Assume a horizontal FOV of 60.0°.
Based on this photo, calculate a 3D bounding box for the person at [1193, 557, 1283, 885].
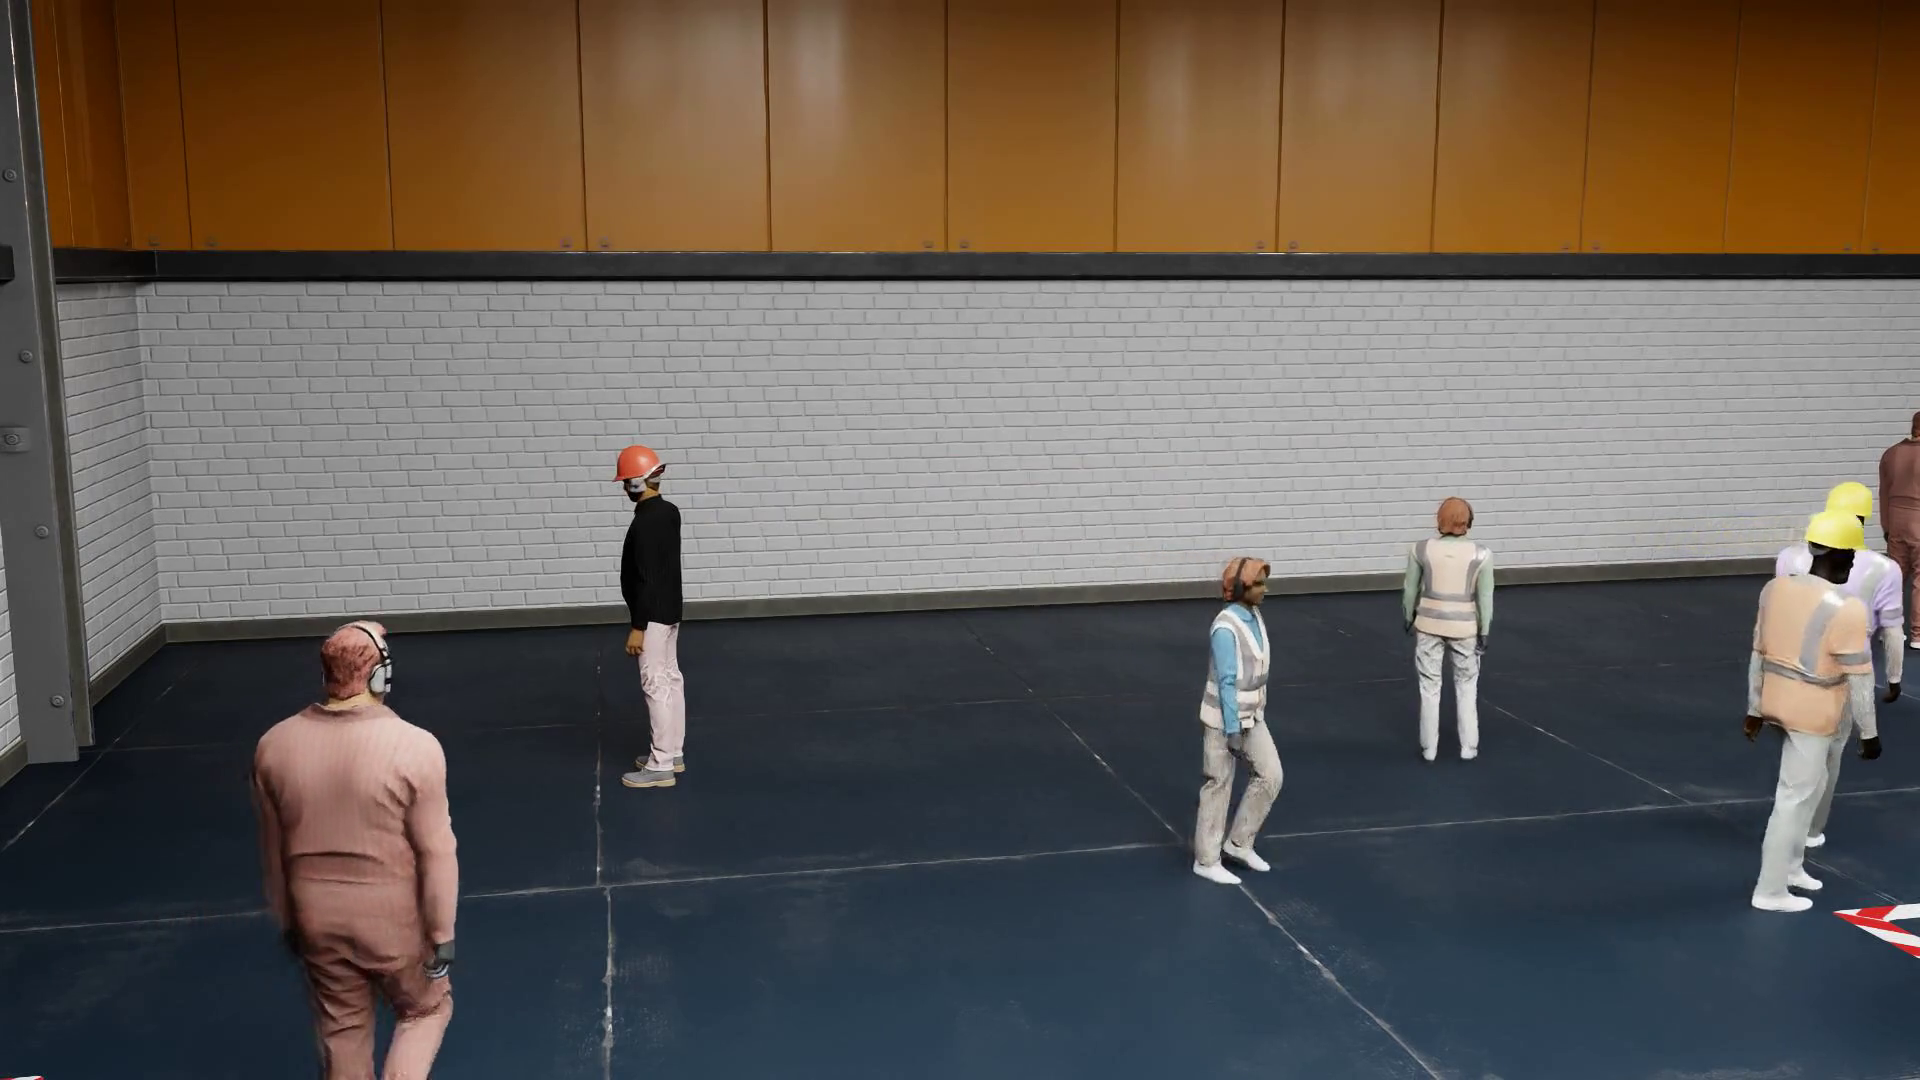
[{"bbox_3d":[1.354,0.886,8.058,0.470,1.625,0.531,6,11,31],"label":"person"}]

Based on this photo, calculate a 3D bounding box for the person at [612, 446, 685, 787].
[{"bbox_3d":[-1.802,0.440,9.663,0.393,1.985,0.611,1,9,6],"label":"person"}]

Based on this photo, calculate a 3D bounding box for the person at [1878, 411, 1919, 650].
[{"bbox_3d":[7.566,-0.086,13.125,0.410,1.905,0.640,-3,10,-19],"label":"person"}]

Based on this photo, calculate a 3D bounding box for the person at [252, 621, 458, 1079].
[{"bbox_3d":[-1.907,1.200,5.318,0.655,1.892,0.470,1,9,7],"label":"person"}]

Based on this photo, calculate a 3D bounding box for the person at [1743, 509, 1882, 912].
[{"bbox_3d":[3.989,0.801,7.708,0.649,1.902,0.583,-1,9,-9],"label":"person"}]

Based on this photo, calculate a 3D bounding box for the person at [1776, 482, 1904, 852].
[{"bbox_3d":[4.604,0.638,8.732,0.612,1.885,0.908,8,12,40],"label":"person"}]

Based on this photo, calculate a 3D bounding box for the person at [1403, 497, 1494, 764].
[{"bbox_3d":[2.943,0.550,10.067,0.531,1.632,0.395,3,10,18],"label":"person"}]
